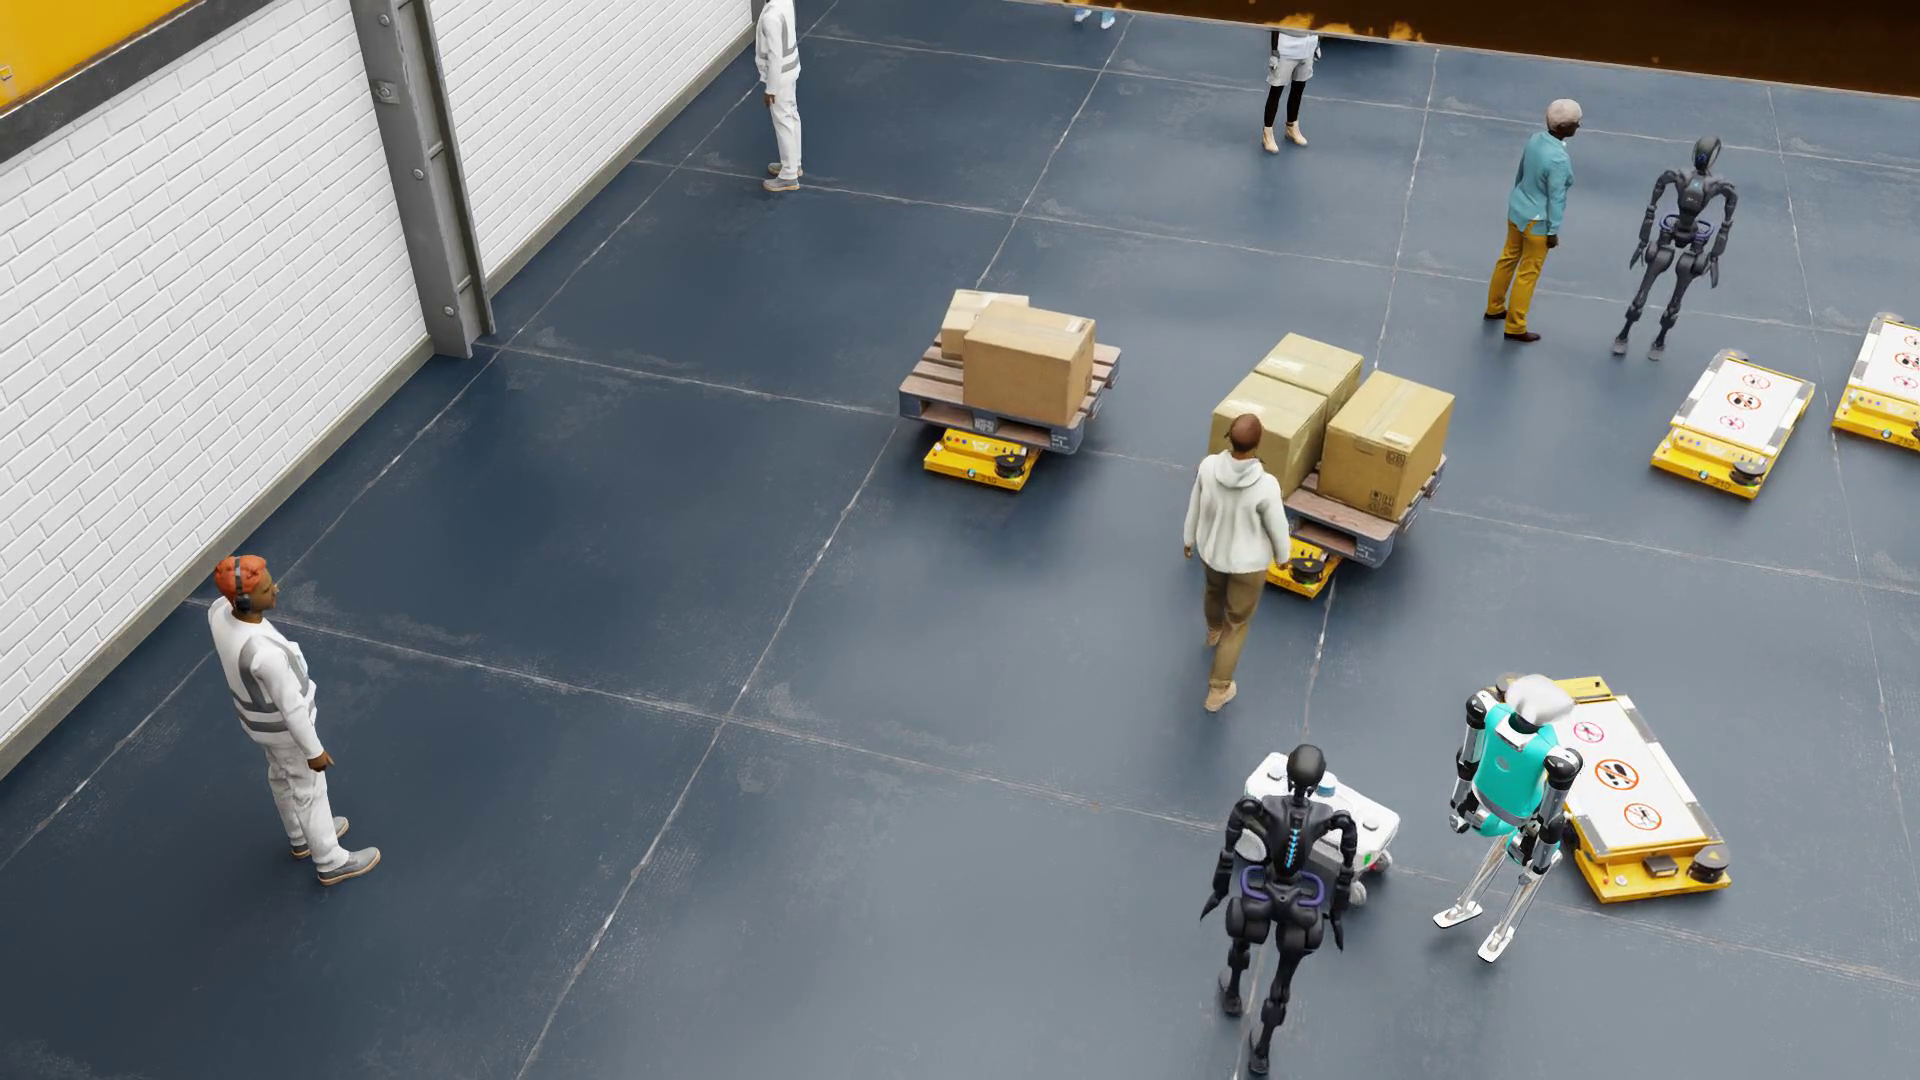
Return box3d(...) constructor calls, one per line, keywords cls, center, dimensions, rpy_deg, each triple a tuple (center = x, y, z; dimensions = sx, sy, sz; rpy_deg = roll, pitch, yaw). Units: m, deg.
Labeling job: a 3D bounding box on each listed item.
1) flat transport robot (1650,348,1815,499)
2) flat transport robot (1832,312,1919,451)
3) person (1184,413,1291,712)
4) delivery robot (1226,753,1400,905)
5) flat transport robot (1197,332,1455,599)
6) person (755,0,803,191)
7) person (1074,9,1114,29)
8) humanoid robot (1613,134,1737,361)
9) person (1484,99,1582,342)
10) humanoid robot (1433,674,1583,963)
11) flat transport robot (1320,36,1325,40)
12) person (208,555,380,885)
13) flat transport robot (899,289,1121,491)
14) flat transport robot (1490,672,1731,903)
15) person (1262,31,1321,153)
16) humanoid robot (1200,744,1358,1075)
box3d(cls="flat transport robot", center=(5.133, -0.791, 10.988), dimensions=(0.659, 0.231, 1.431), rpy_deg=(24, 45, 27))
box3d(cls="flat transport robot", center=(6.458, -1.090, 11.360), dimensions=(0.659, 0.231, 1.431), rpy_deg=(22, 44, 25))
box3d(cls="person", center=(1.461, 0.062, 8.764), dimensions=(0.535, 1.740, 0.712), rpy_deg=(27, 46, 29))
box3d(cls="delivery robot", center=(1.740, 1.363, 8.069), dimensions=(0.757, 0.580, 0.499), rpy_deg=(26, 46, 29))
box3d(cls="flat transport robot", center=(2.185, -0.199, 10.251), dimensions=(0.659, 0.231, 1.431), rpy_deg=(23, 44, 26))
box3d(cls="person", center=(-1.465, -3.725, 13.351), dimensions=(0.355, 1.883, 0.572), rpy_deg=(4, 39, 5))
box3d(cls="person", center=(1.361, -5.837, 16.112), dimensions=(0.493, 1.713, 0.395), rpy_deg=(25, 45, 28))
box3d(cls="humanoid robot", center=(4.908, -1.965, 11.323), dimensions=(0.593, 1.655, 0.363), rpy_deg=(20, 43, 23))
box3d(cls="person", center=(4.017, -2.230, 11.595), dimensions=(0.343, 1.750, 0.525), rpy_deg=(-8, 39, -9))
box3d(cls="humanoid robot", center=(2.495, 1.160, 7.283), dimensions=(0.735, 1.677, 0.533), rpy_deg=(-25, 45, -28))
box3d(cls="flat transport robot", center=(3.793, -5.176, 16.443), dimensions=(1.431, 0.231, 0.659), rpy_deg=(-2, 39, -2))
box3d(cls="person", center=(-3.119, 0.836, 7.677), dimensions=(0.337, 1.881, 0.581), rpy_deg=(-32, 48, -33))
box3d(cls="flat transport robot", center=(0.330, -0.857, 11.071), dimensions=(0.659, 0.231, 1.431), rpy_deg=(14, 41, 17))
box3d(cls="flat transport robot", center=(3.283, 1.214, 8.494), dimensions=(0.659, 0.231, 1.431), rpy_deg=(-5, 39, -7))
box3d(cls="person", center=(2.811, -4.101, 13.965), dimensions=(0.536, 1.696, 0.318), rpy_deg=(-17, 42, -20))
box3d(cls="humanoid robot", center=(1.324, 1.544, 6.975), dimensions=(0.612, 1.626, 0.558), rpy_deg=(6, 39, 7))
